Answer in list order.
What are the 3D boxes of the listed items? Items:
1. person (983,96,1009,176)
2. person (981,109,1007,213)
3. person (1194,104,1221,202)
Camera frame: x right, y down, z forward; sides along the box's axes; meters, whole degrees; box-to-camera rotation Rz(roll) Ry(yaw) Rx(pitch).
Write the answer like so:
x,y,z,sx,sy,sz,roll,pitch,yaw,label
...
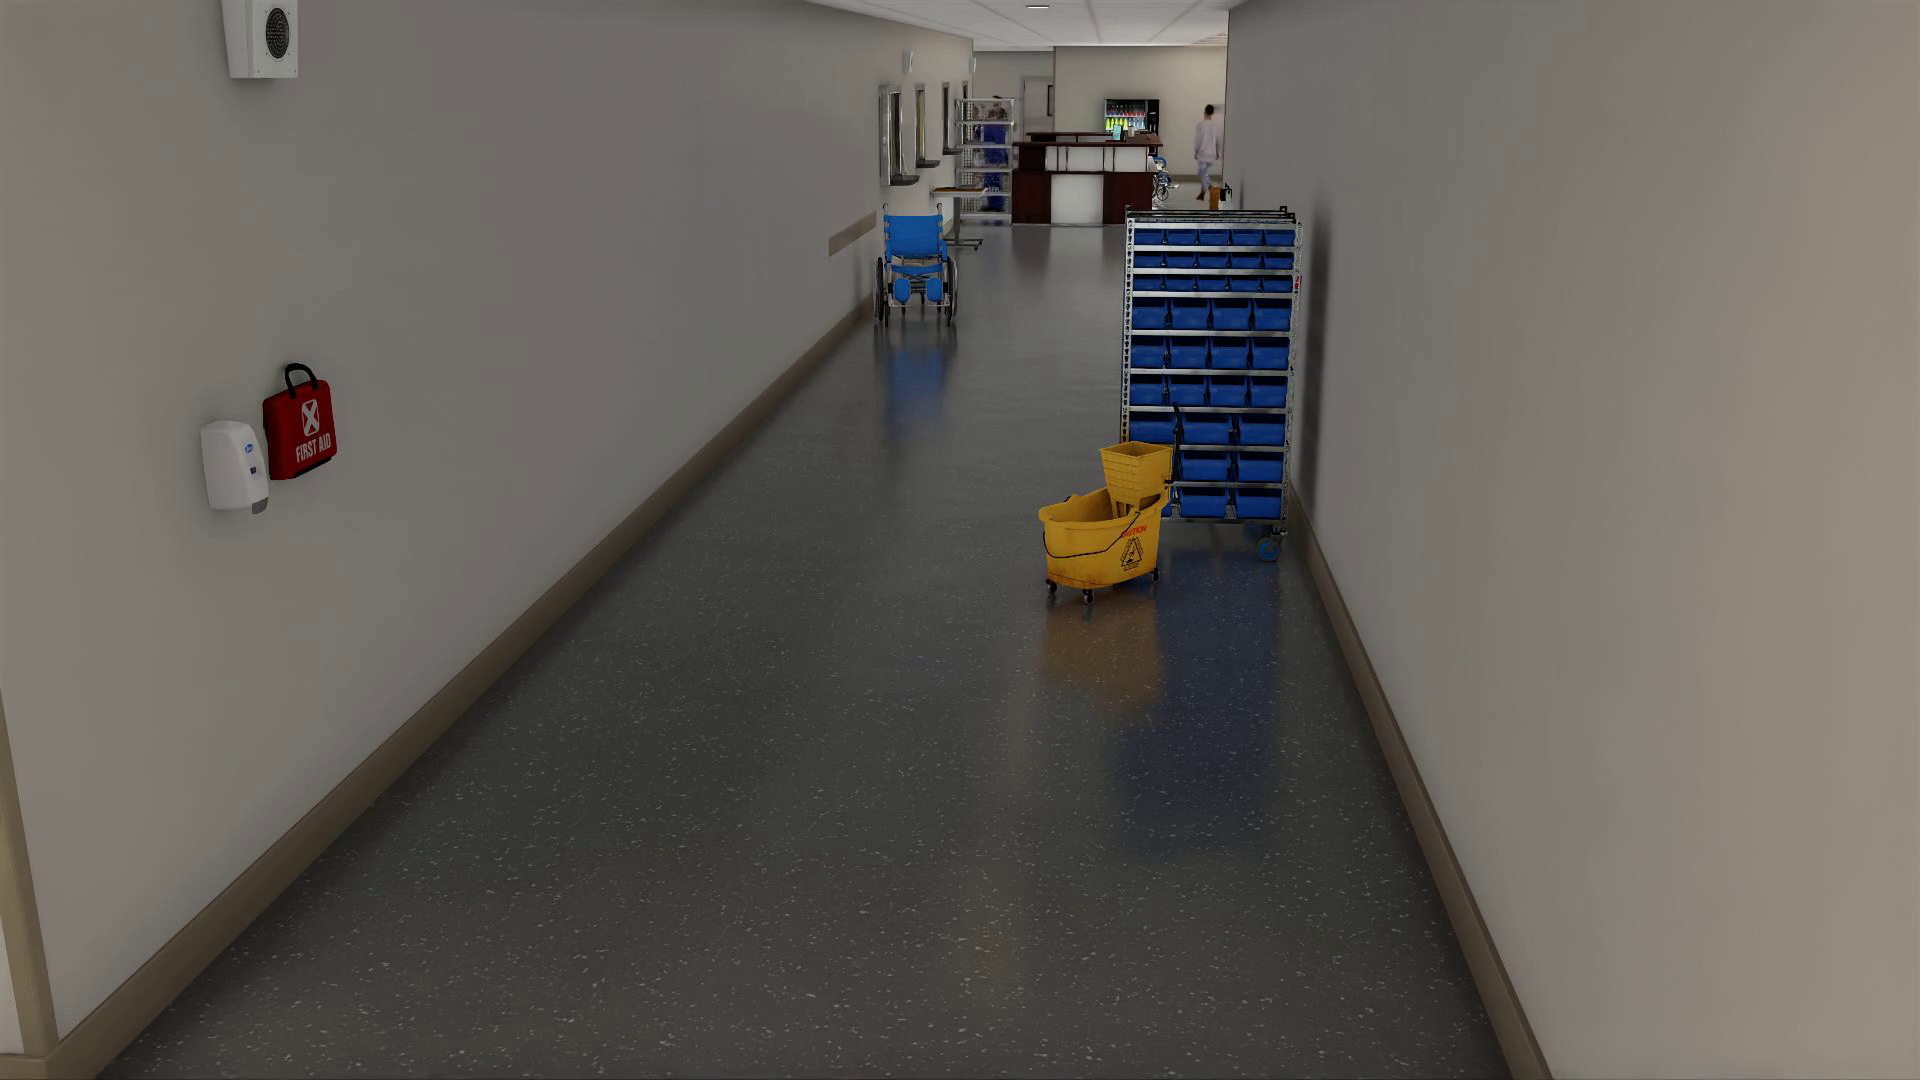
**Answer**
x,y,z,sx,sy,sz,roll,pitch,yaw,label
0.935,-9.617,39.693,1.234,1.846,1.113,11,19,33,person
0.627,-6.673,29.363,0.973,1.784,0.982,8,17,25,person
4.739,-7.361,31.745,1.133,1.817,1.047,-6,17,-20,person
